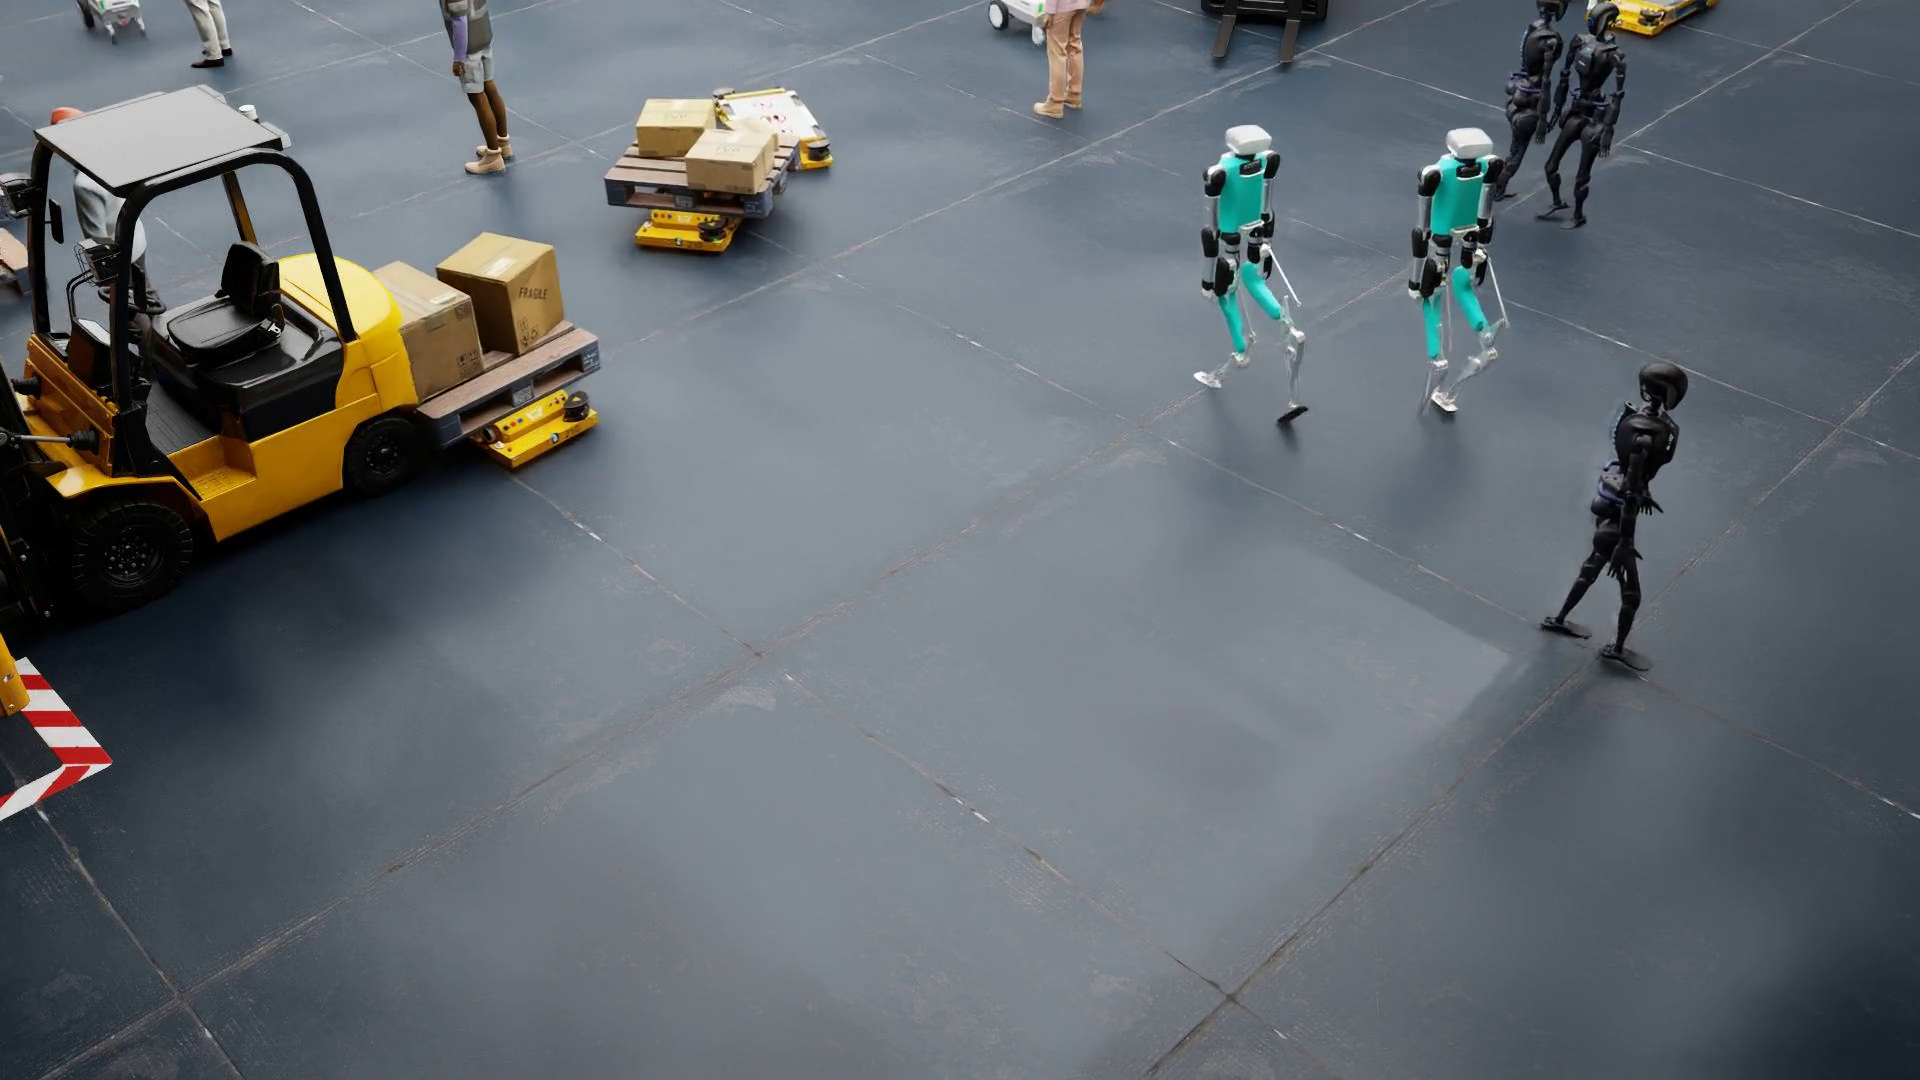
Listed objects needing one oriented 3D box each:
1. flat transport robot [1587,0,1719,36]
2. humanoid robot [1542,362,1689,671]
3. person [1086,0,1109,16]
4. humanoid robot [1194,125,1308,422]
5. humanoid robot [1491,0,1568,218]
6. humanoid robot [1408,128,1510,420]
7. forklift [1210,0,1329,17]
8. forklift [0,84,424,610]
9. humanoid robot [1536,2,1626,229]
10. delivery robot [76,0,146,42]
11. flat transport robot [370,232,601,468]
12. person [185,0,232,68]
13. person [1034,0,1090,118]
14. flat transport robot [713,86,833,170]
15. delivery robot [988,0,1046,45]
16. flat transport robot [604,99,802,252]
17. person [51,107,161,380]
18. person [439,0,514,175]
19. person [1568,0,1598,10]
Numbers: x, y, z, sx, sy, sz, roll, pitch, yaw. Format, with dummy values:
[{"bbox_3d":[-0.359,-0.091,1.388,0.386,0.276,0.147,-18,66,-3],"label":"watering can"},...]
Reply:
[{"bbox_3d":[6.664,-5.152,15.893,1.431,0.231,0.659,-30,46,-34],"label":"flat transport robot"},{"bbox_3d":[3.263,-0.126,8.000,0.652,1.641,0.587,16,40,20],"label":"humanoid robot"},{"bbox_3d":[1.008,-5.900,15.553,0.891,1.900,0.654,8,37,10],"label":"person"},{"bbox_3d":[1.814,-1.472,9.786,0.530,1.777,1.025,-23,42,-27],"label":"humanoid robot"},{"bbox_3d":[4.097,-3.185,12.102,0.418,1.654,0.601,0,37,0],"label":"humanoid robot"},{"bbox_3d":[2.955,-1.422,9.767,0.537,1.893,0.708,-13,39,-17],"label":"humanoid robot"},{"bbox_3d":[3.106,-6.400,15.960,1.214,2.155,2.313,8,37,10],"label":"forklift"},{"bbox_3d":[-4.145,-1.093,8.856,2.313,2.155,1.214,-31,47,-34],"label":"forklift"},{"bbox_3d":[4.481,-3.014,11.861,0.358,1.647,0.592,-18,40,-22],"label":"humanoid robot"},{"bbox_3d":[-7.887,-5.005,15.441,0.499,0.575,0.759,-25,43,-29],"label":"delivery robot"},{"bbox_3d":[-2.947,-0.892,10.191,1.431,0.231,0.659,27,44,31],"label":"flat transport robot"},{"bbox_3d":[-6.709,-5.007,14.435,0.387,1.784,0.537,0,37,0],"label":"person"},{"bbox_3d":[0.882,-4.345,13.556,0.410,1.775,0.537,24,43,29],"label":"person"},{"bbox_3d":[-1.535,-3.335,13.461,0.659,0.231,1.431,-12,38,-15],"label":"flat transport robot"},{"bbox_3d":[0.650,-4.955,15.390,0.499,0.594,0.778,-22,42,-27],"label":"delivery robot"},{"bbox_3d":[-1.884,-2.572,12.439,0.659,0.231,1.431,7,37,9],"label":"flat transport robot"},{"bbox_3d":[-5.183,-1.807,10.187,0.347,1.739,0.571,-3,37,-4],"label":"person"},{"bbox_3d":[-3.732,-3.774,12.571,0.381,2.039,0.613,3,37,4],"label":"person"},{"bbox_3d":[6.021,-5.842,15.670,0.522,1.638,0.309,20,41,25],"label":"person"}]
